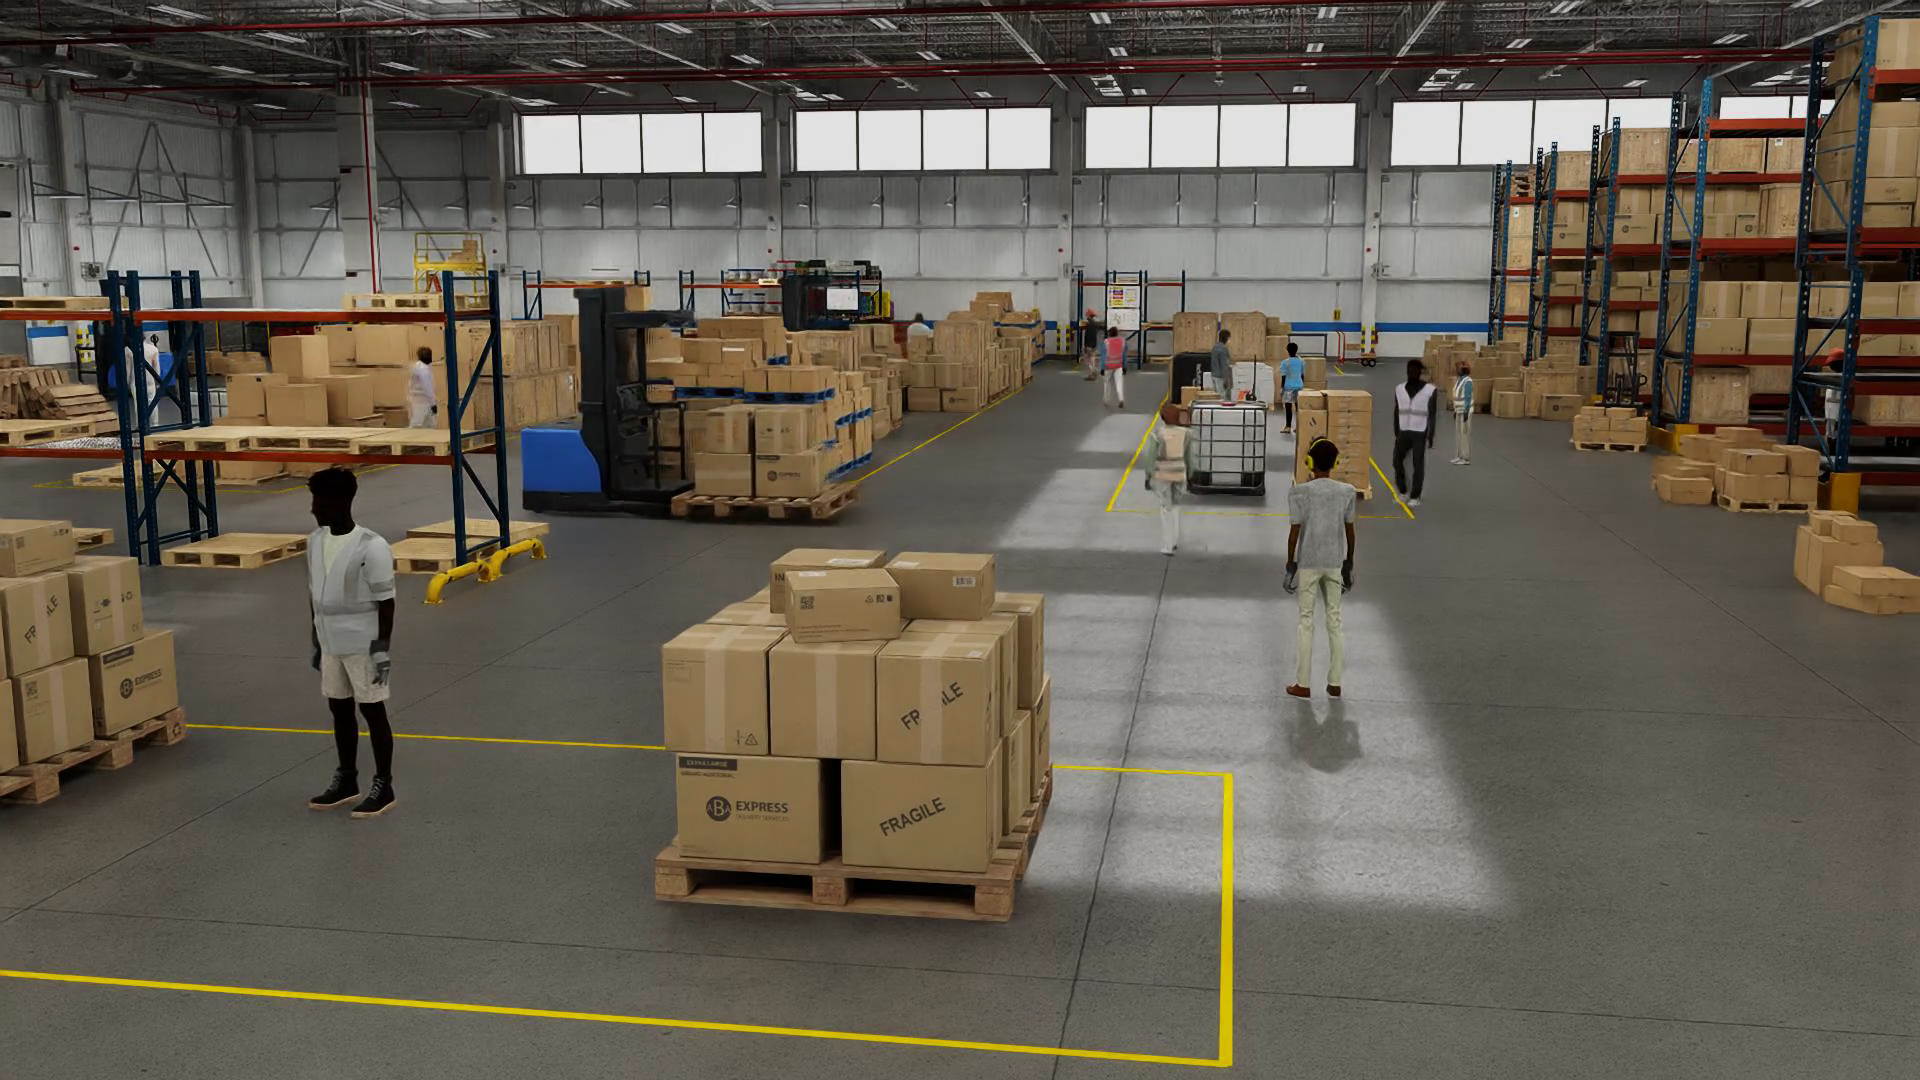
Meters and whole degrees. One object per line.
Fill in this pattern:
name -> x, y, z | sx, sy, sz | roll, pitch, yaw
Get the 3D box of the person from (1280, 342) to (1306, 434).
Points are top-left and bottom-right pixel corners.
person -> 6.194, -2.829, 30.998 | 0.533, 1.698, 0.322 | -4, 10, -23

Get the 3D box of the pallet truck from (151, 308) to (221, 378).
pallet truck -> -21.869, -5.598, 47.154 | 0.823, 1.965, 1.885 | 4, 10, 26

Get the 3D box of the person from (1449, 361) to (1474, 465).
person -> 7.867, -1.986, 26.011 | 0.313, 1.631, 0.525 | 0, 9, -3

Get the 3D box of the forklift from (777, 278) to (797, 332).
forklift -> -4.385, -5.292, 42.555 | 1.873, 2.768, 1.129 | -2, 9, -10

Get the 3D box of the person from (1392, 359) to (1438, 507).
person -> 5.823, -1.368, 21.369 | 0.598, 1.905, 0.495 | 7, 11, 36

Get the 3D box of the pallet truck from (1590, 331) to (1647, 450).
pallet truck -> 11.253, -2.573, 28.499 | 0.823, 1.965, 1.885 | 5, 10, 27

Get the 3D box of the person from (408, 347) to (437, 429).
person -> -8.740, -2.211, 26.892 | 0.783, 1.799, 0.739 | -3, 10, -16

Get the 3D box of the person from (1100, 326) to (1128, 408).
person -> 3.431, -3.841, 36.931 | 0.639, 1.810, 0.920 | -2, 9, -12

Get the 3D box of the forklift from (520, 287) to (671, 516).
forklift -> -4.451, -1.758, 20.755 | 1.873, 2.768, 1.129 | 1, 9, 9

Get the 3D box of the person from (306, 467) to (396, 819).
person -> -3.393, 0.564, 9.251 | 0.609, 1.963, 0.369 | 5, 11, 29

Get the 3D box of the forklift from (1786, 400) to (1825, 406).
forklift -> 19.005, -4.327, 36.600 | 1.873, 2.768, 1.129 | 3, 10, 19

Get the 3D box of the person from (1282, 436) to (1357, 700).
person -> 2.538, 0.202, 11.766 | 0.513, 1.877, 0.328 | -1, 9, -6

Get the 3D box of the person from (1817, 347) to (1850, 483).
person -> 12.497, -1.776, 23.758 | 0.352, 1.942, 0.545 | 2, 9, 10

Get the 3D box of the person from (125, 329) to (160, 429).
person -> -15.404, -3.004, 31.337 | 0.632, 1.940, 0.372 | -6, 11, -35

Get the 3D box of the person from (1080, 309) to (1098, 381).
person -> 3.554, -5.340, 45.620 | 0.440, 1.974, 0.643 | 6, 11, 34

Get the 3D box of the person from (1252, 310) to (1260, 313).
person -> 8.106, -5.336, 45.727 | 0.358, 1.938, 0.545 | -9, 13, -44

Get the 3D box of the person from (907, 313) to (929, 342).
person -> -1.126, -5.056, 44.059 | 0.630, 1.925, 0.526 | 4, 10, 24

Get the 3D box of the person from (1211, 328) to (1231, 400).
person -> 4.976, -3.068, 31.759 | 0.374, 1.931, 0.629 | -2, 9, -11

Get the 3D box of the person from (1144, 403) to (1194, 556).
person -> 2.202, -0.658, 17.809 | 0.540, 1.619, 0.560 | -3, 10, -18

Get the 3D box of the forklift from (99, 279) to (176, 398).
forklift -> -19.638, -4.721, 39.032 | 1.873, 2.768, 1.129 | 1, 9, 9
